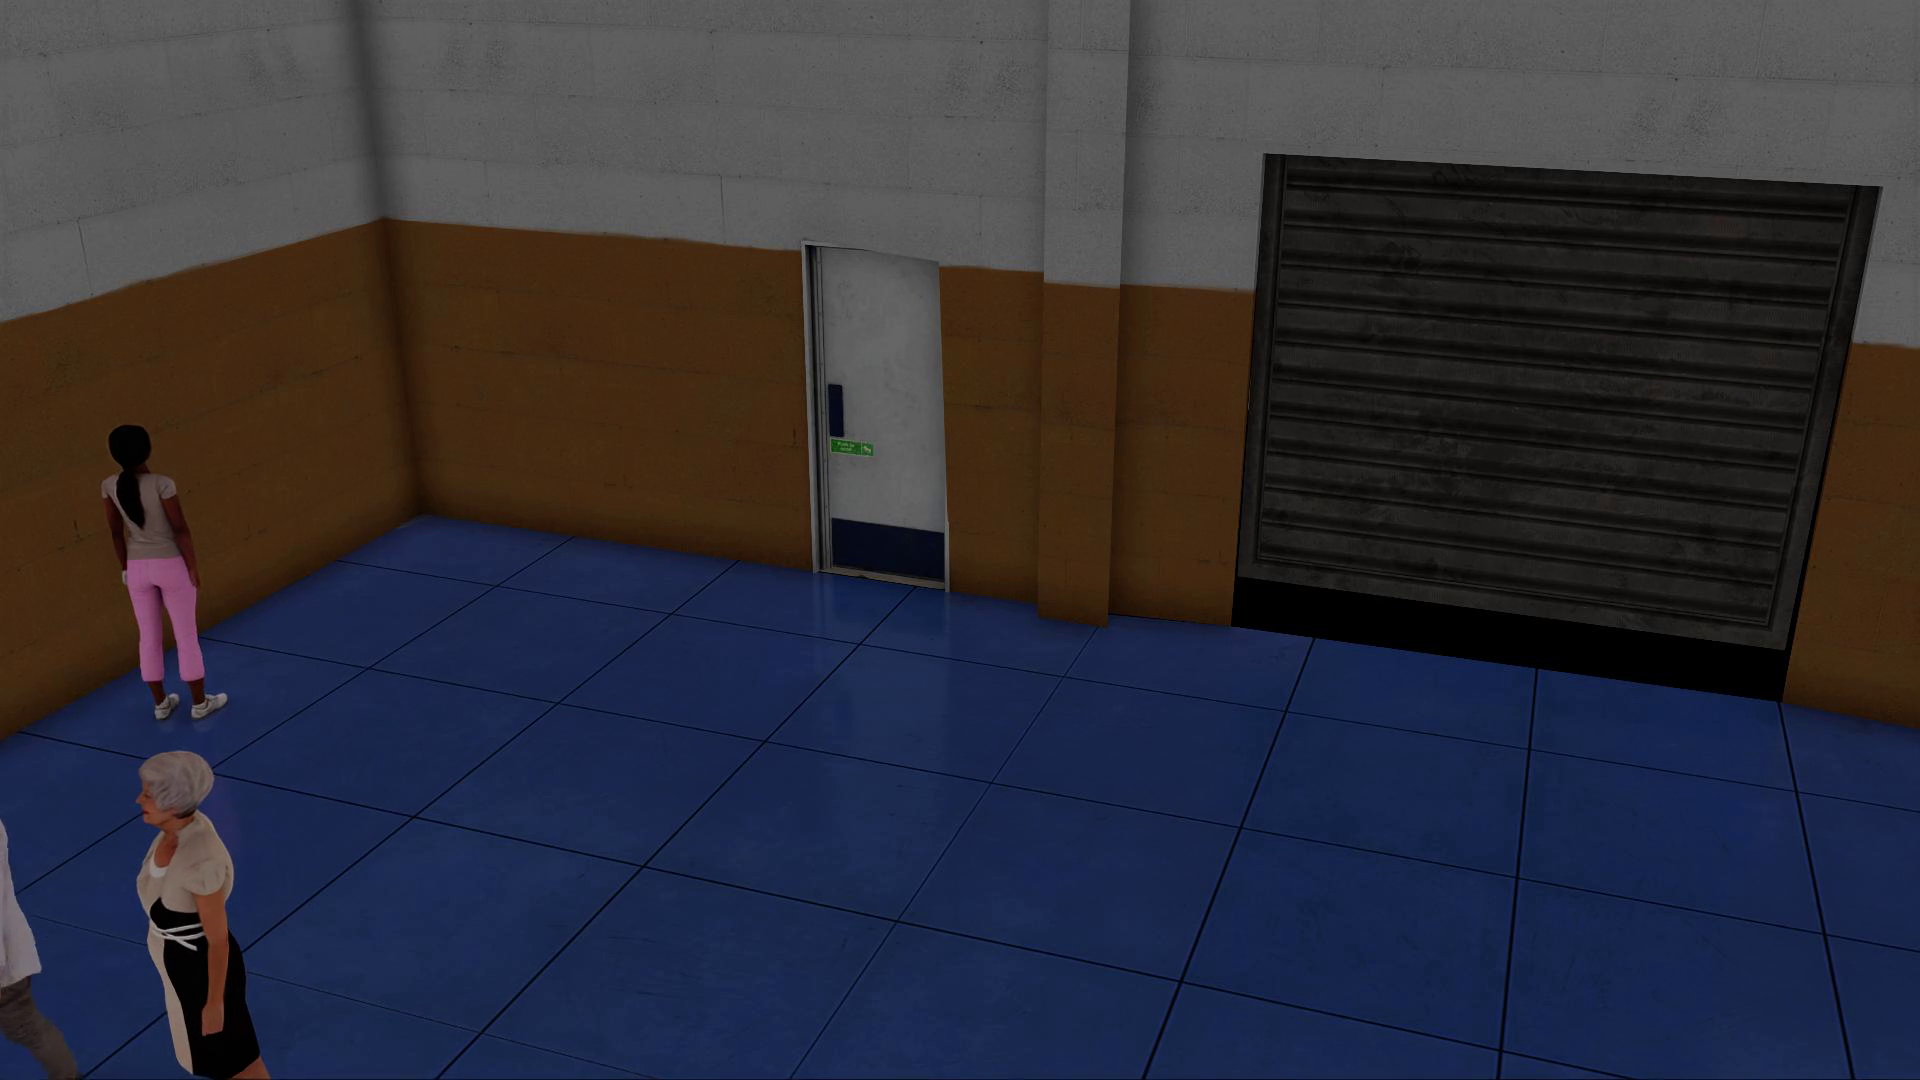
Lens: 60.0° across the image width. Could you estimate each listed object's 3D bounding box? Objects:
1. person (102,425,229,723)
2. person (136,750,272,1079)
[{"bbox_3d":[-4.456,0.182,9.235,0.553,1.740,0.702,1,22,2],"label":"person"},{"bbox_3d":[-2.639,1.525,5.870,0.769,1.756,0.672,-14,26,-30],"label":"person"}]
